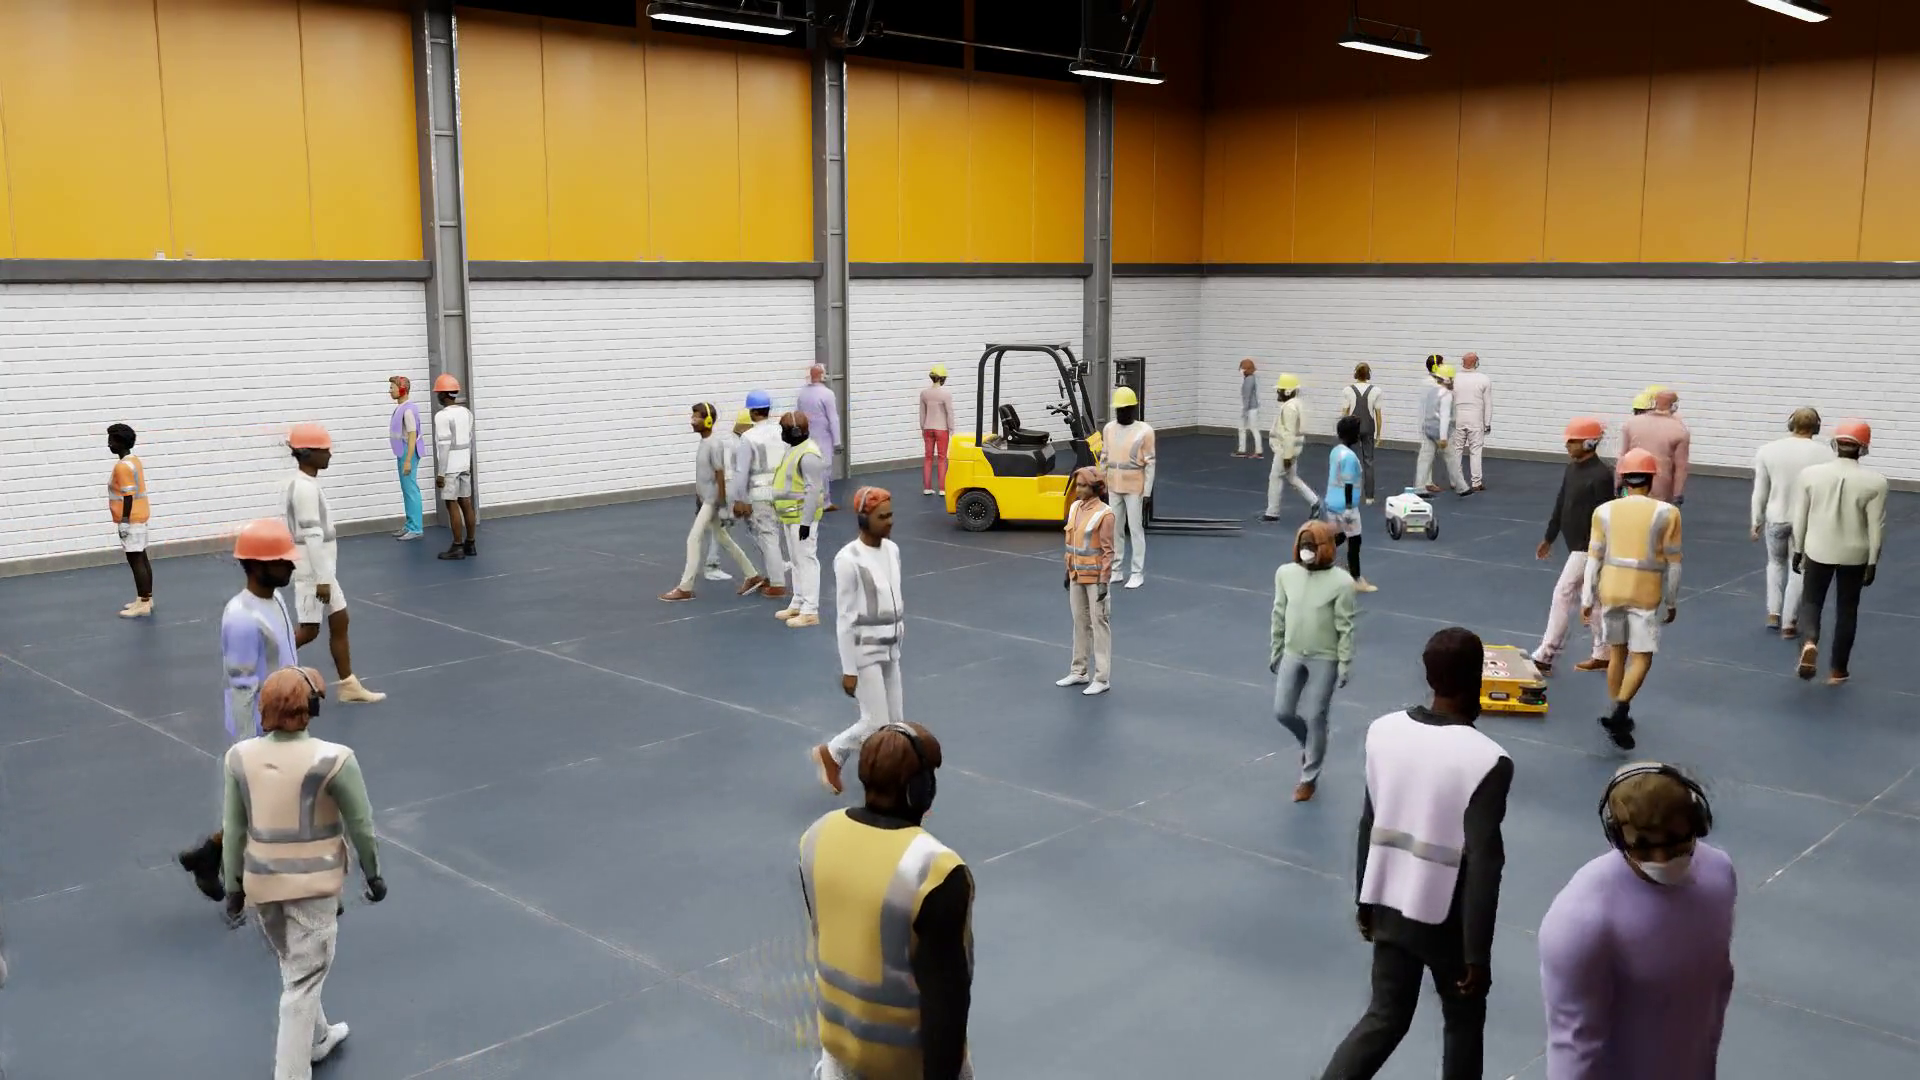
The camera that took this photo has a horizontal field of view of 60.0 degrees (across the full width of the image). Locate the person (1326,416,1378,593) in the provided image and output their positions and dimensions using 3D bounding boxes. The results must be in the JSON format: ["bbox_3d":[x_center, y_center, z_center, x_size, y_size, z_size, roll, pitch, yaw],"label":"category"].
[{"bbox_3d":[3.565,-0.332,15.566,0.672,1.677,0.542,0,9,-3],"label":"person"}]

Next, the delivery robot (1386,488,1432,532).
[{"bbox_3d":[5.079,-0.349,18.820,0.477,0.478,0.707,0,9,-2],"label":"delivery robot"}]

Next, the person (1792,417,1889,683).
[{"bbox_3d":[6.337,0.096,12.038,0.609,1.969,0.669,6,11,34],"label":"person"}]

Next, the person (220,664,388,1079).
[{"bbox_3d":[-2.368,1.251,6.079,0.525,1.605,0.796,2,10,13],"label":"person"}]

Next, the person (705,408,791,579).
[{"bbox_3d":[-2.069,-0.442,16.191,0.926,1.680,0.497,0,9,0],"label":"person"}]

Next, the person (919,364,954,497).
[{"bbox_3d":[-0.292,-1.465,22.251,0.533,1.765,0.330,6,11,34],"label":"person"}]

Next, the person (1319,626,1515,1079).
[{"bbox_3d":[1.483,1.226,5.471,0.884,1.871,0.636,-7,11,-35],"label":"person"}]

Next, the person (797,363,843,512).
[{"bbox_3d":[-1.787,-1.238,20.513,0.786,1.880,0.644,-7,12,-38],"label":"person"}]

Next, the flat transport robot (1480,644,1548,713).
[{"bbox_3d":[3.779,0.961,11.944,0.652,0.197,1.431,2,9,11],"label":"flat transport robot"}]

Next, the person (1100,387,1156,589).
[{"bbox_3d":[1.566,-0.499,15.836,0.594,1.922,0.386,8,12,40],"label":"person"}]

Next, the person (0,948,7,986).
[{"bbox_3d":[-3.275,1.285,5.179,0.517,1.842,0.689,-3,10,-17],"label":"person"}]

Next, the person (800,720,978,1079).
[{"bbox_3d":[-0.138,1.382,4.709,0.650,1.798,0.871,9,13,44],"label":"person"}]

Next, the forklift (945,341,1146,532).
[{"bbox_3d":[0.977,-1.223,19.452,2.313,2.155,1.214,2,9,11],"label":"forklift"}]

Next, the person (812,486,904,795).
[{"bbox_3d":[-0.539,0.625,9.138,0.666,1.865,0.582,5,11,29],"label":"person"}]

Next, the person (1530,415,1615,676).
[{"bbox_3d":[4.529,0.049,12.387,0.951,1.955,0.634,0,9,3],"label":"person"}]

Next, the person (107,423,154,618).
[{"bbox_3d":[-7.262,-0.175,14.549,0.316,1.696,0.541,-3,10,-17],"label":"person"}]

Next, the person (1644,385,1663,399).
[{"bbox_3d":[7.778,-0.869,18.660,0.441,1.752,0.521,-7,11,-35],"label":"person"}]

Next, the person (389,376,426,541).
[{"bbox_3d":[-6.200,-0.919,18.657,0.390,1.846,0.564,-5,10,-27],"label":"person"}]

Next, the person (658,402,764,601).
[{"bbox_3d":[-2.274,-0.359,15.299,0.976,1.834,0.530,-3,10,-18],"label":"person"}]

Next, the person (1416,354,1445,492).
[{"bbox_3d":[6.439,-1.592,22.702,0.326,1.874,0.519,-1,9,-3],"label":"person"}]

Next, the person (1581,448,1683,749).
[{"bbox_3d":[4.237,0.373,10.606,0.556,1.897,0.815,8,12,39],"label":"person"}]

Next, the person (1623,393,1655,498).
[{"bbox_3d":[7.136,-0.671,17.452,0.872,1.725,0.550,-3,10,-16],"label":"person"}]

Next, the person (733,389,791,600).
[{"bbox_3d":[-1.813,-0.422,15.328,0.676,1.929,0.648,8,12,40],"label":"person"}]

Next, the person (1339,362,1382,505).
[{"bbox_3d":[5.145,-1.361,21.368,0.517,1.843,0.326,2,9,10],"label":"person"}]

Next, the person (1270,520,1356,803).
[{"bbox_3d":[2.021,0.678,9.528,0.517,1.618,0.411,7,11,36],"label":"person"}]

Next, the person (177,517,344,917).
[{"bbox_3d":[-3.262,0.839,7.657,0.651,1.914,0.558,-1,9,-8],"label":"person"}]

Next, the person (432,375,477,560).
[{"bbox_3d":[-5.323,-0.760,17.402,0.373,1.934,0.551,3,10,16],"label":"person"}]

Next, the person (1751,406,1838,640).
[{"bbox_3d":[6.897,-0.149,13.708,0.651,1.916,0.600,7,12,36],"label":"person"}]

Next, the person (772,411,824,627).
[{"bbox_3d":[-1.384,-0.185,14.189,0.430,1.838,0.619,-3,10,-19],"label":"person"}]

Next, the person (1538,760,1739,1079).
[{"bbox_3d":[1.749,1.422,4.208,0.846,1.894,0.362,-7,12,-38],"label":"person"}]

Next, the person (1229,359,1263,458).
[{"bbox_3d":[4.588,-2.093,26.586,0.606,1.600,0.528,0,9,0],"label":"person"}]

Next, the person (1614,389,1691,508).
[{"bbox_3d":[6.691,-0.520,16.122,0.533,1.872,0.694,-9,13,-42],"label":"person"}]

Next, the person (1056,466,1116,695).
[{"bbox_3d":[0.923,0.283,11.925,0.307,1.638,0.513,-6,11,-32],"label":"person"}]

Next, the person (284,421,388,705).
[{"bbox_3d":[-4.494,0.191,11.361,0.928,2.020,0.614,-3,10,-18],"label":"person"}]

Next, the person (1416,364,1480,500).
[{"bbox_3d":[6.384,-1.400,21.758,0.890,1.788,0.625,-2,9,-11],"label":"person"}]

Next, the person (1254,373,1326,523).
[{"bbox_3d":[3.937,-1.080,19.739,0.761,1.811,0.599,4,10,21],"label":"person"}]

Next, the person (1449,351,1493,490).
[{"bbox_3d":[6.974,-1.626,22.792,0.642,1.913,0.408,5,11,30],"label":"person"}]
